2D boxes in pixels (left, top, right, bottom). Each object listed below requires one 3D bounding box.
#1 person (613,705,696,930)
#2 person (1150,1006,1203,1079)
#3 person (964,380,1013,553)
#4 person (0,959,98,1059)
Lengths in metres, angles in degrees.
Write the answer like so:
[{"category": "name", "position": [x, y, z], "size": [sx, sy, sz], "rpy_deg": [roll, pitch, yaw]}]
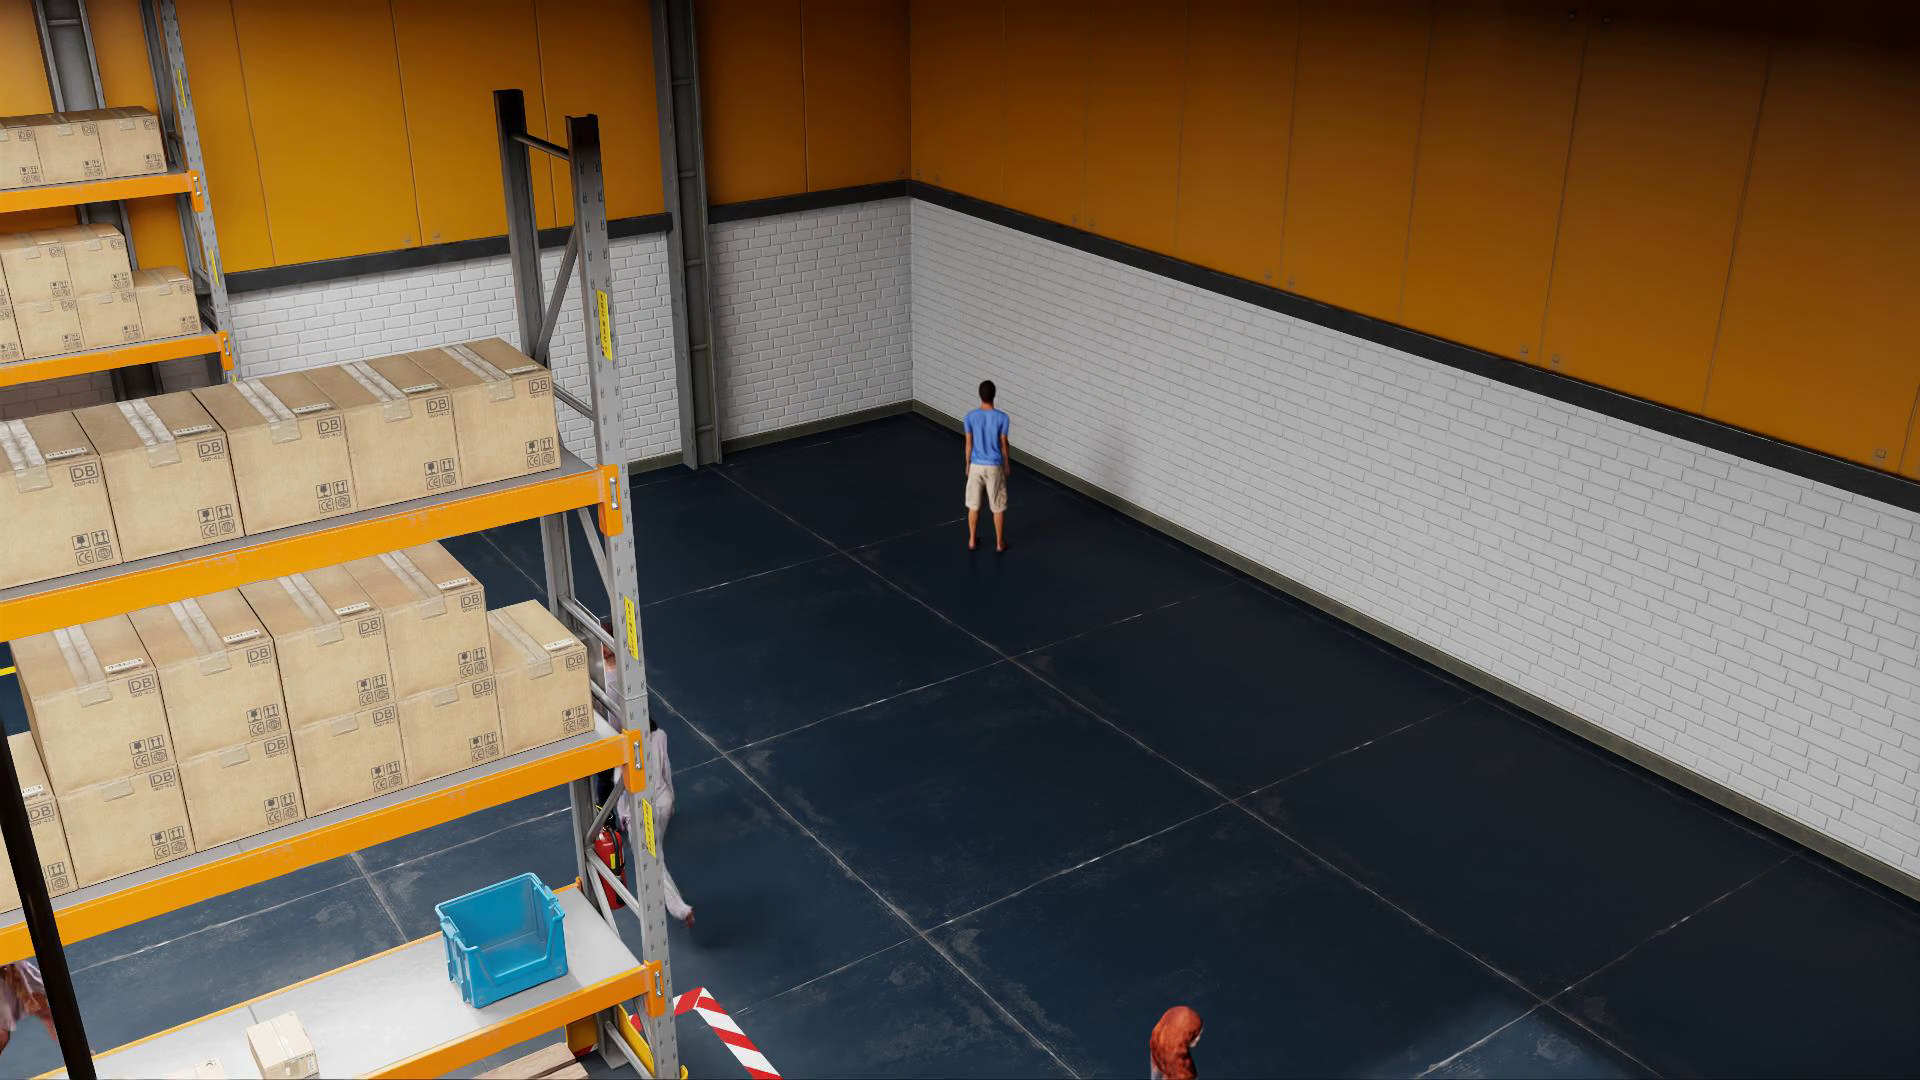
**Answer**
[{"category": "person", "position": [-2.106, 1.920, 11.547], "size": [0.973, 1.742, 0.735], "rpy_deg": [-20, 30, -38]}, {"category": "person", "position": [1.096, 3.157, 8.670], "size": [0.543, 1.779, 0.599], "rpy_deg": [-10, 26, -22]}, {"category": "person", "position": [0.288, -0.775, 17.560], "size": [0.743, 1.863, 0.796], "rpy_deg": [5, 24, 11]}, {"category": "person", "position": [-5.709, 2.704, 9.774], "size": [1.092, 1.726, 0.663], "rpy_deg": [-13, 27, -27]}]
